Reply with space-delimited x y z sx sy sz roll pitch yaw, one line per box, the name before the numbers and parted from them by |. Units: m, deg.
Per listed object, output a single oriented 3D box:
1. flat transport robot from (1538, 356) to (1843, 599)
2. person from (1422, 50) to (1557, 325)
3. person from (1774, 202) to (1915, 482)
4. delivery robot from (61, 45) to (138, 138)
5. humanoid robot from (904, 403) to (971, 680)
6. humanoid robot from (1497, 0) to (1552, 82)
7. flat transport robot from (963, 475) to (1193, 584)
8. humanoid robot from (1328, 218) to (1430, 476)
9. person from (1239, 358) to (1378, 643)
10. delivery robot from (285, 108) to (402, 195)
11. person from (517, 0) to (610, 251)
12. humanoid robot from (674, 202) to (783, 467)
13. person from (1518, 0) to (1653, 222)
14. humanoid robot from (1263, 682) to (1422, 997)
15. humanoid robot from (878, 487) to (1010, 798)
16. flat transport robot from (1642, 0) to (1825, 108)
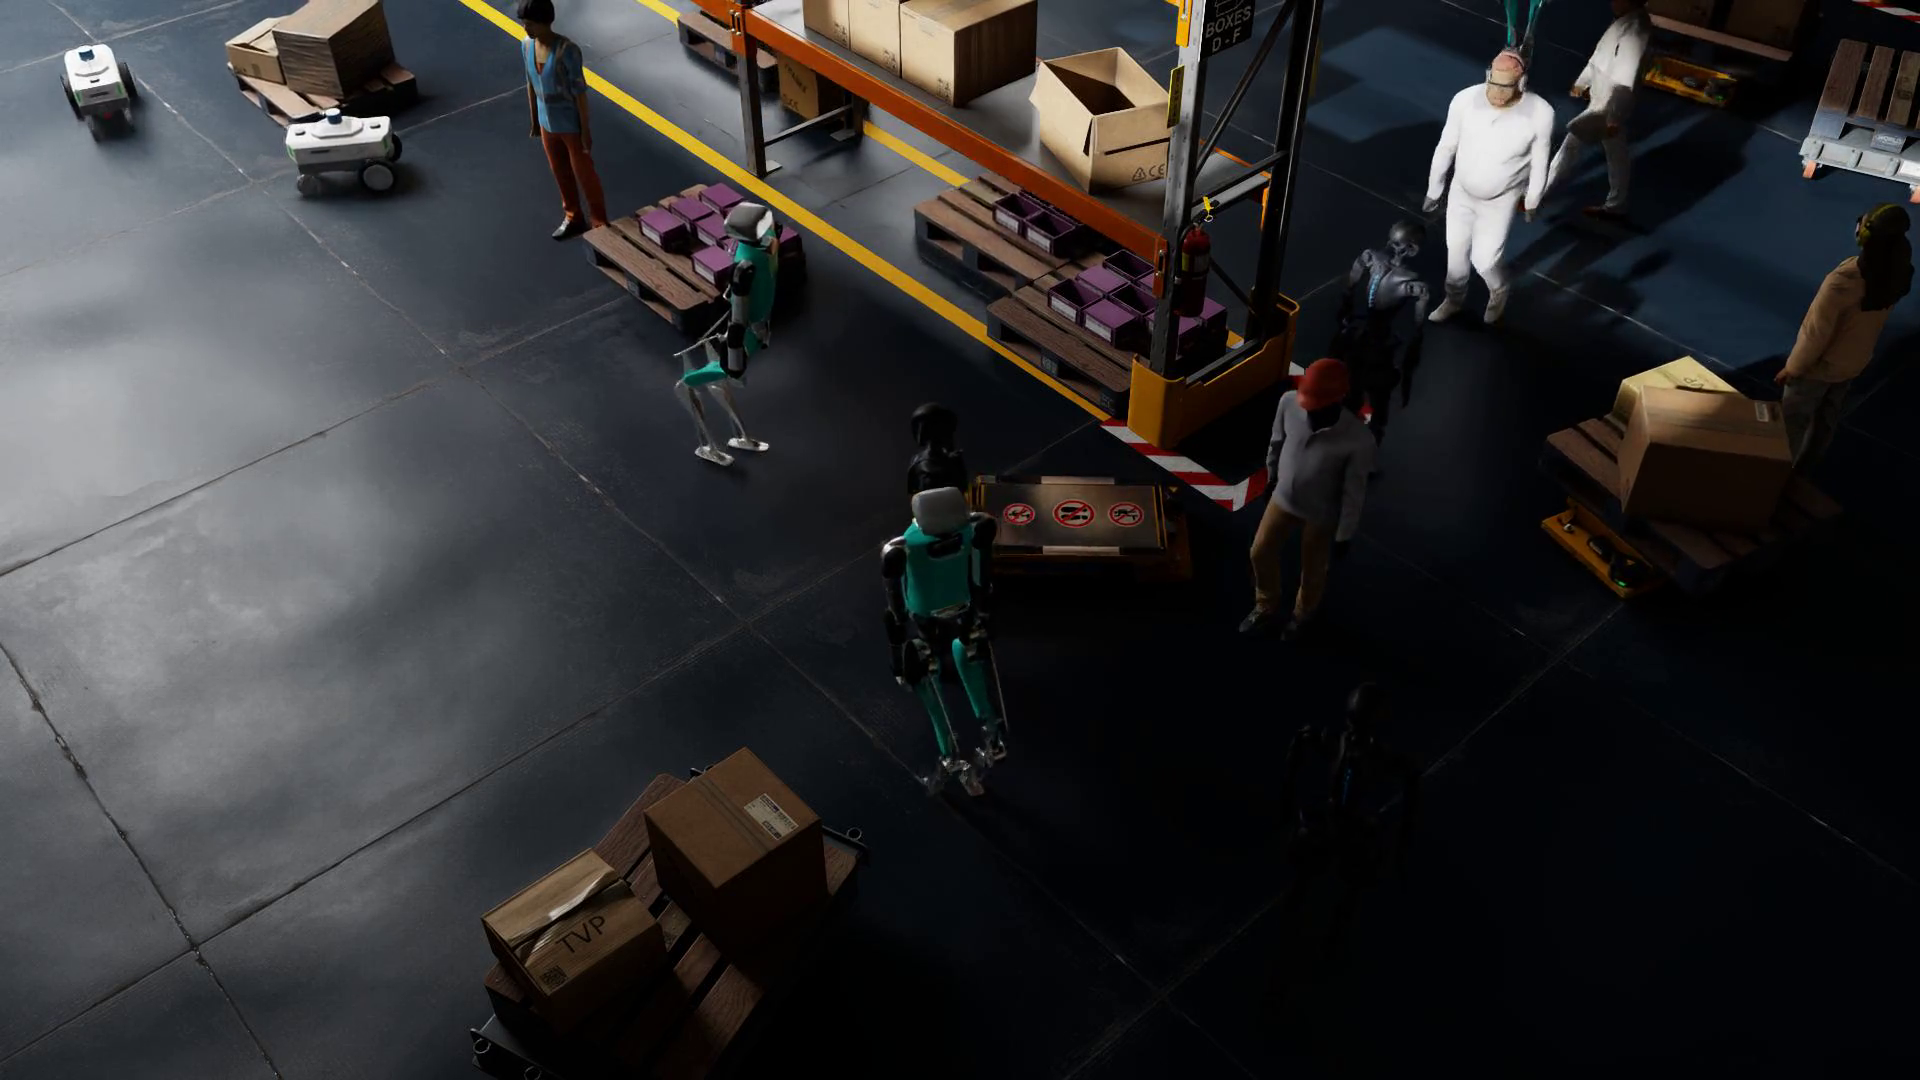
flat transport robot | 4.019 -0.147 9.255 1.431 0.231 0.659 -19 46 -20
person | 3.219 -2.132 10.221 0.641 1.890 0.463 29 50 28
person | 4.702 -0.973 8.969 0.552 1.877 0.414 -17 45 -18
delivery robot | -6.555 -3.460 12.642 0.499 0.587 0.777 -19 46 -20
humanoid robot | -0.147 0.036 8.015 0.379 1.653 0.605 6 43 6
humanoid robot | 4.258 -4.076 12.478 0.541 1.756 1.015 8 43 8
flat transport robot | 0.542 -0.060 9.160 1.431 0.231 0.659 1 43 1
humanoid robot | 2.275 -1.041 9.195 0.315 1.654 0.612 -27 49 -26
person | 1.671 -0.146 8.170 0.591 1.731 0.536 31 51 30
delivery robot | -4.405 -2.803 11.939 0.794 0.603 0.499 -7 43 -8
person | -2.639 -2.761 10.999 0.502 1.758 0.333 21 47 21
humanoid robot | -1.357 -1.119 9.209 0.850 1.738 0.563 11 44 12
person | 4.261 -2.978 11.214 0.953 1.782 0.521 15 45 16
humanoid robot | 1.515 1.257 6.694 0.594 1.635 0.632 16 45 17
humanoid robot | 0.001 0.610 7.350 0.536 1.796 0.665 -18 46 -19
flat transport robot | 6.062 -3.892 13.328 0.659 0.231 1.431 27 49 26
